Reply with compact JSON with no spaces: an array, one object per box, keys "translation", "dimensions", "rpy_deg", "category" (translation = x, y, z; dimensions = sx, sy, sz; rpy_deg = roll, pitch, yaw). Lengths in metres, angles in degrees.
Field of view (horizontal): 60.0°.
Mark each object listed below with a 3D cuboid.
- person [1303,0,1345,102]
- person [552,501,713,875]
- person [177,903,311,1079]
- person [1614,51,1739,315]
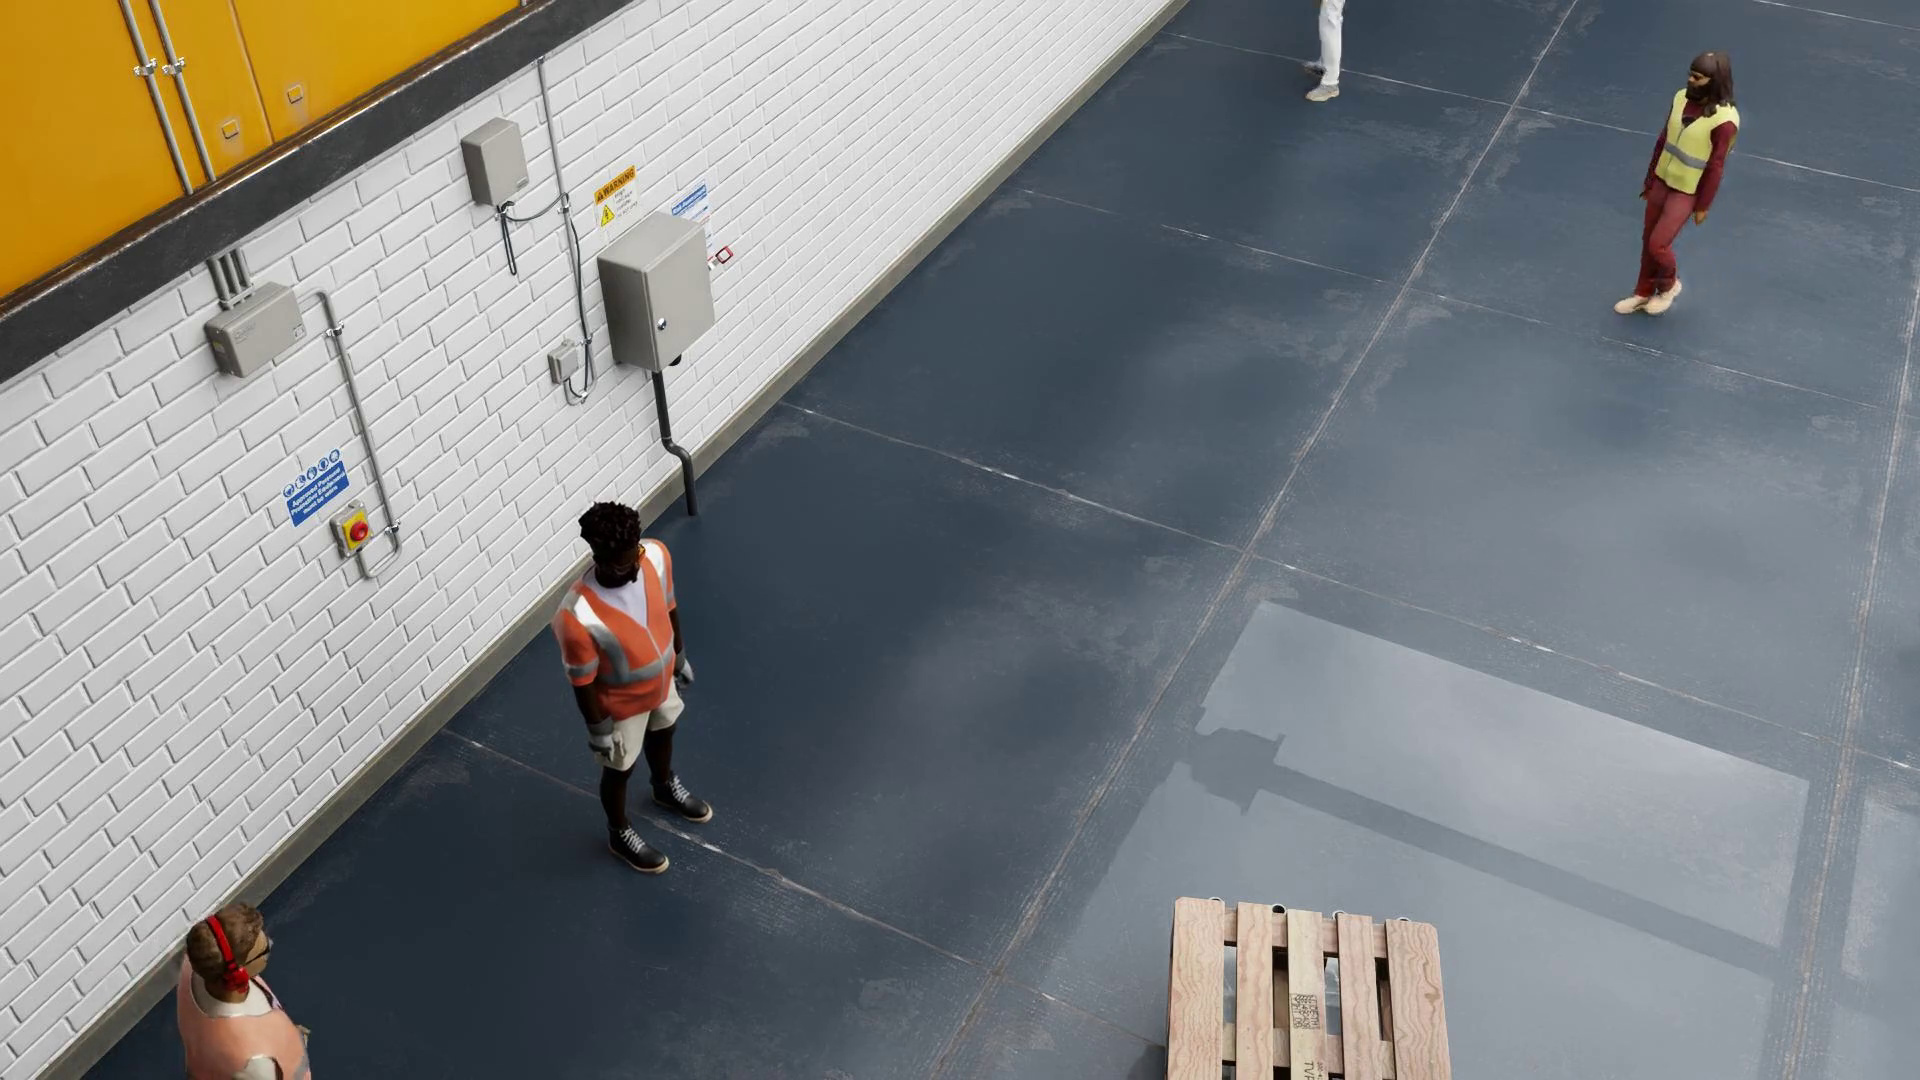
[{"translation":[2.874,-4.303,12.612],"dimensions":[0.338,1.861,0.647],"rpy_deg":[11,42,13],"category":"person"},{"translation":[-1.344,0.601,6.857],"dimensions":[0.379,1.958,0.597],"rpy_deg":[21,45,23],"category":"person"},{"translation":[-2.187,1.814,5.547],"dimensions":[0.825,1.809,0.584],"rpy_deg":[-29,48,-29],"category":"person"},{"translation":[4.382,-2.147,10.190],"dimensions":[0.453,1.749,0.489],"rpy_deg":[-15,43,-17],"category":"person"}]
